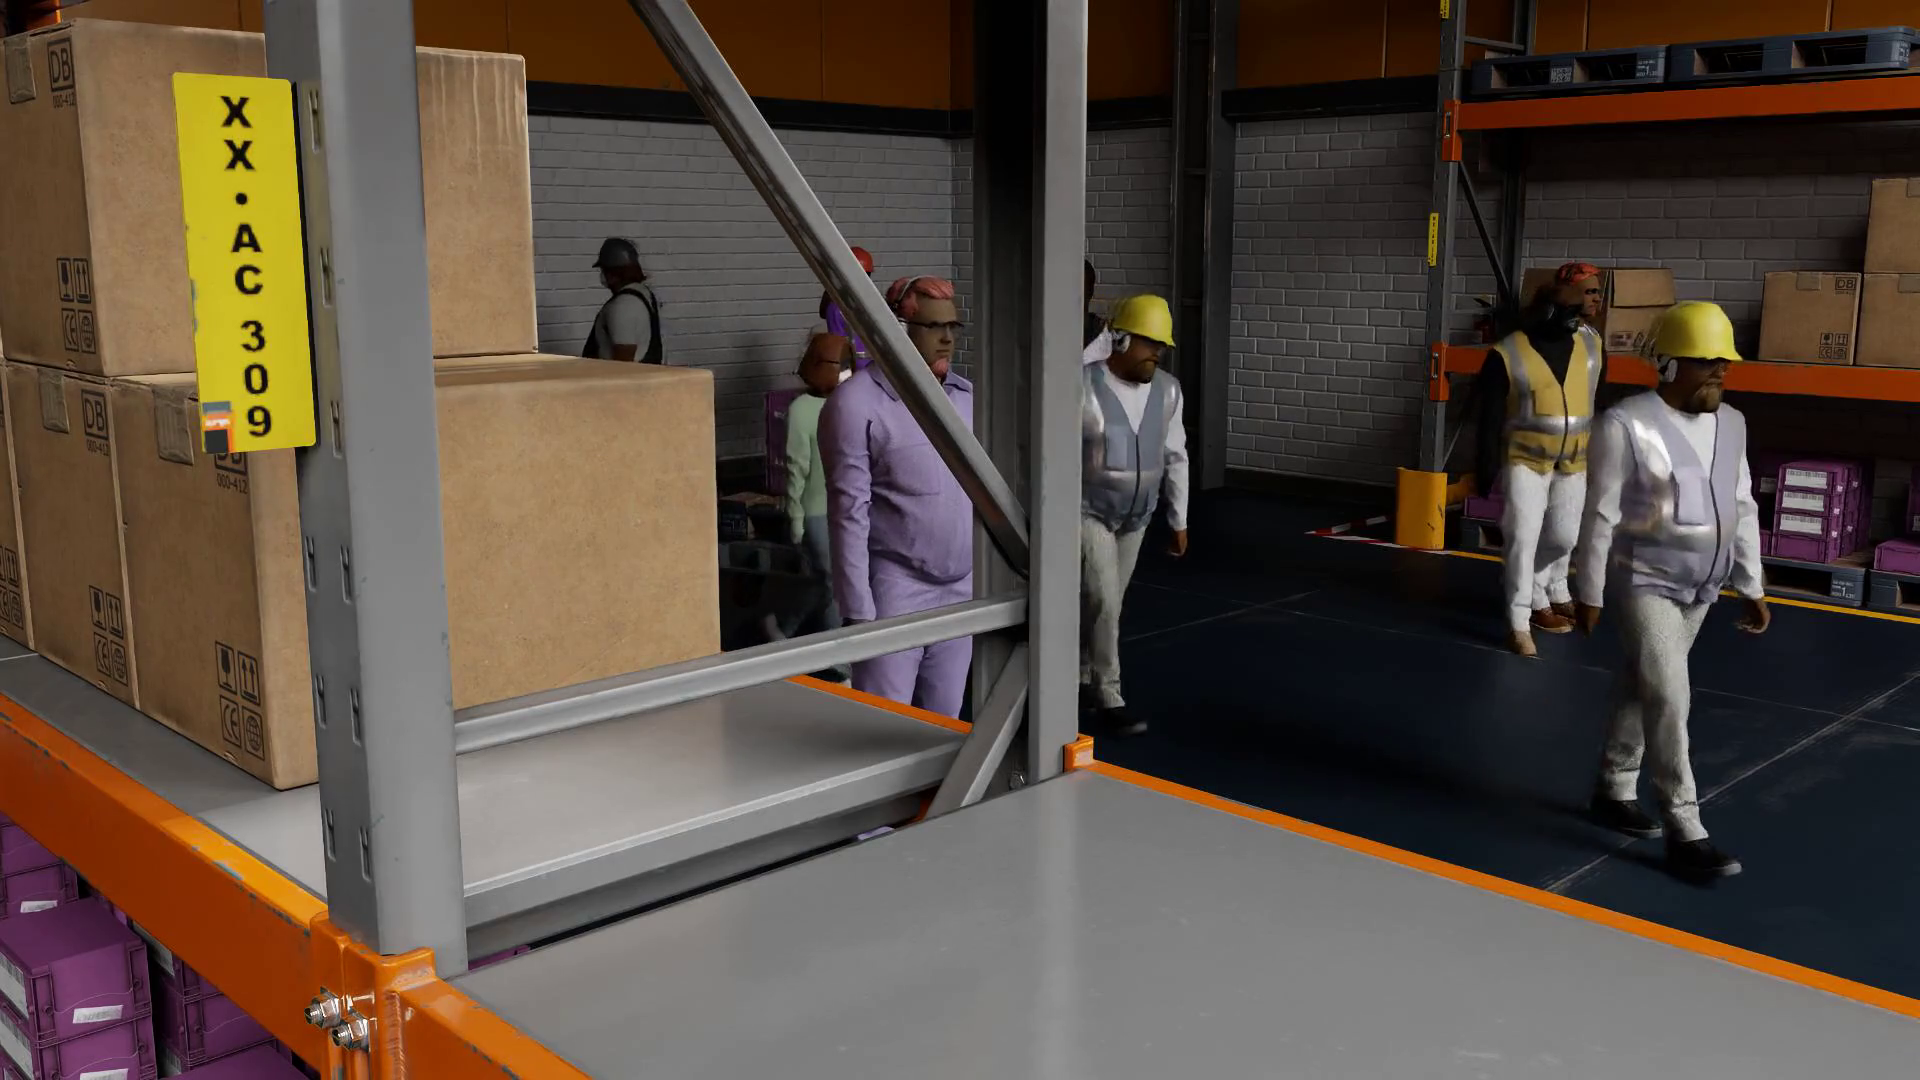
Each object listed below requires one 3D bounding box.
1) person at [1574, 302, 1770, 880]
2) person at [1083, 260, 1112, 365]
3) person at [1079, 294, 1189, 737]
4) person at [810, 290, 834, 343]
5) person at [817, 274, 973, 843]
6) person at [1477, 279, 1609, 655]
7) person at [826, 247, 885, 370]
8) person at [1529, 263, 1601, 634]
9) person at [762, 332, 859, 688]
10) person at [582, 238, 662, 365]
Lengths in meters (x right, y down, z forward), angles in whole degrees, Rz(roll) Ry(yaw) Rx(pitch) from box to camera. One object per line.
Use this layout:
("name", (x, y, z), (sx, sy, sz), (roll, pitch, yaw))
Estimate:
("person", (2.353, 0.155, 5.325), (0.611, 1.797, 0.829), (-5, 11, -24))
("person", (0.560, -0.423, 8.187), (0.596, 1.917, 0.382), (3, 11, 15))
("person", (0.639, -0.104, 6.800), (0.614, 1.780, 0.831), (-5, 12, -27))
("person", (-0.952, -1.142, 12.881), (0.507, 1.632, 0.281), (-8, 13, -37))
("person", (-0.120, 0.157, 5.061), (0.410, 1.907, 0.642), (9, 14, 41))
("person", (2.875, -0.388, 8.277), (0.644, 1.816, 0.771), (-1, 10, -5))
("person", (-0.717, -1.088, 11.760), (0.542, 1.938, 0.358), (-7, 13, -35))
("person", (3.116, -0.473, 8.559), (0.355, 1.882, 0.576), (10, 14, 43))
("person", (-0.631, -0.119, 7.369), (0.669, 1.610, 0.508), (7, 12, 33))
("person", (-2.223, -1.077, 11.415), (0.853, 2.000, 0.683), (2, 11, 10))
